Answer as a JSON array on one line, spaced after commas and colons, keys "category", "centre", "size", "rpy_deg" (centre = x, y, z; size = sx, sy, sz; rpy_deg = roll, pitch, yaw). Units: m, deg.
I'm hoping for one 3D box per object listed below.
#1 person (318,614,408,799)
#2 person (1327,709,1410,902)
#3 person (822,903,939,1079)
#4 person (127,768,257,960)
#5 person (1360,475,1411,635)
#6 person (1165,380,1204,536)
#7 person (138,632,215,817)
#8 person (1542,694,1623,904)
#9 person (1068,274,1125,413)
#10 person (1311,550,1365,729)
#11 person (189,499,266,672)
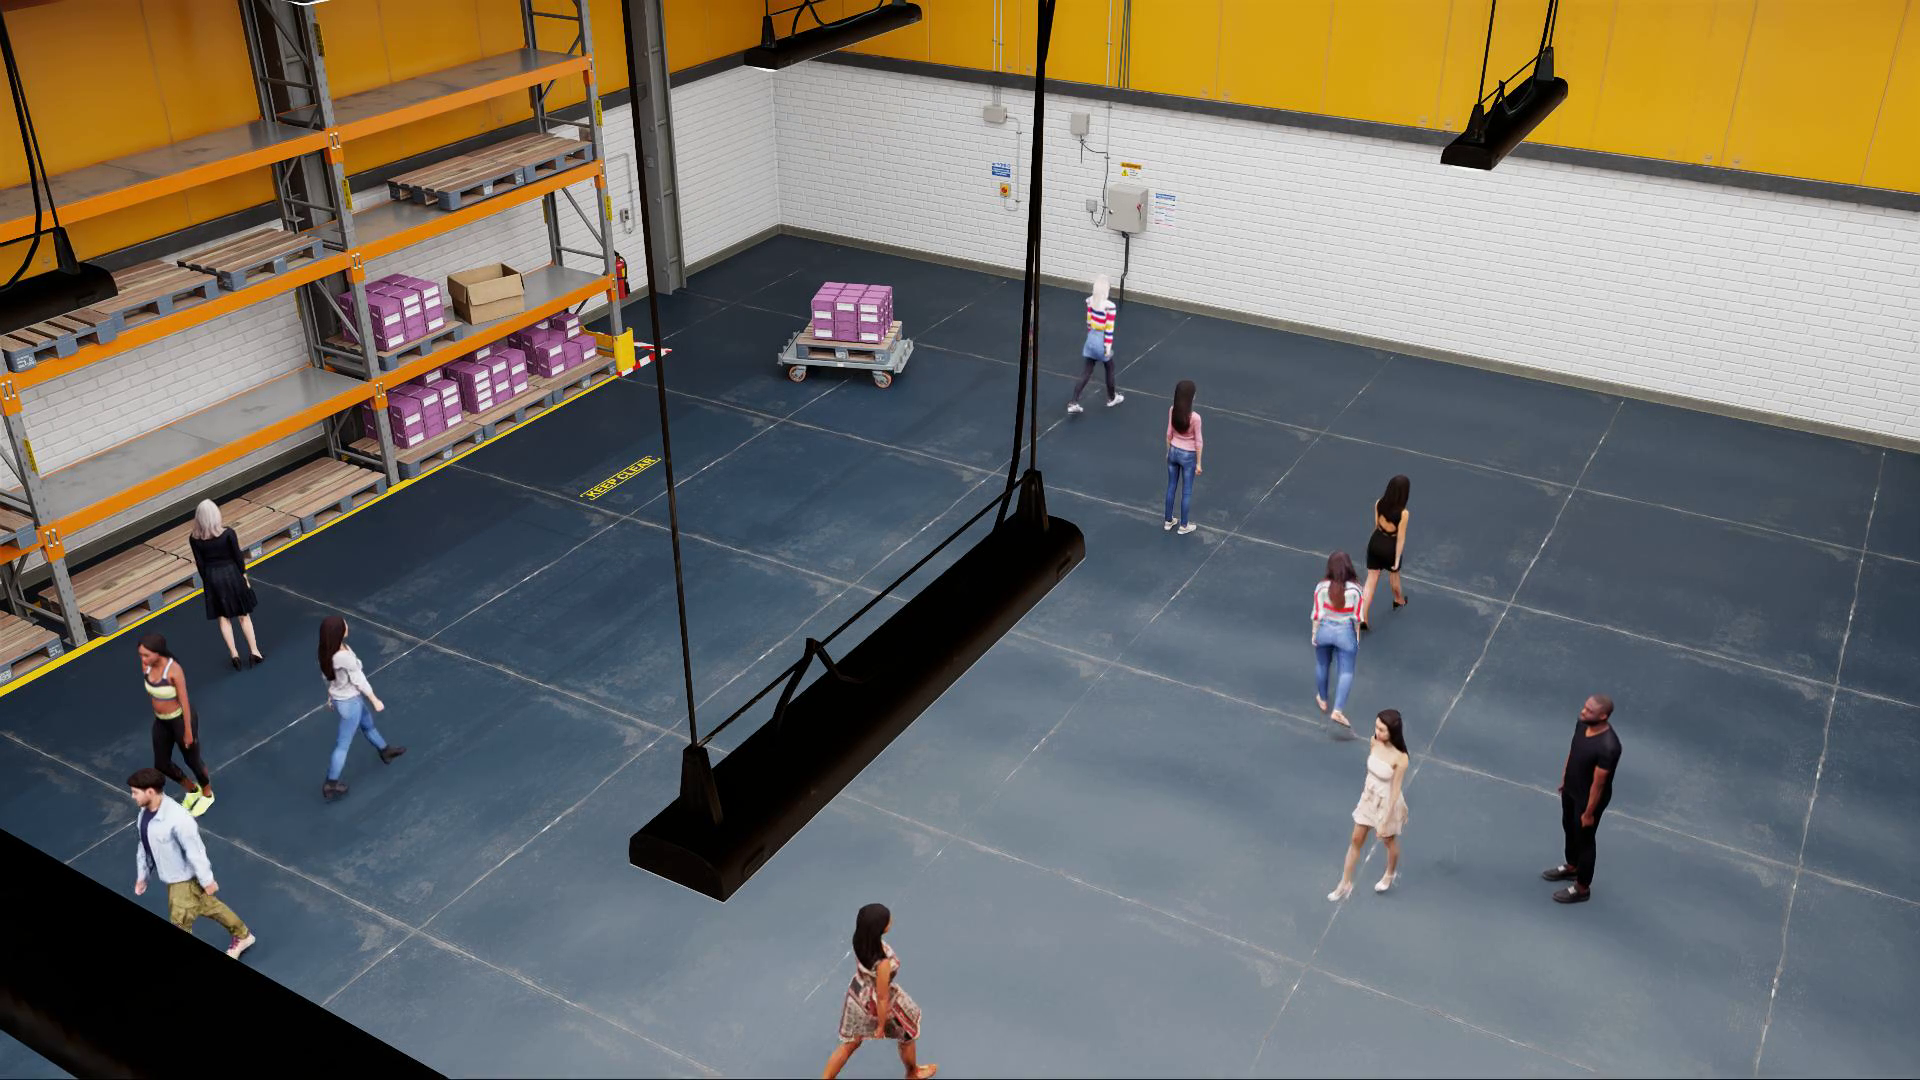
[{"category": "person", "centre": [-5.117, 1.400, 13.727], "size": [0.792, 1.588, 1.116], "rpy_deg": [25, 37, 38]}, {"category": "person", "centre": [3.257, 1.994, 12.514], "size": [0.970, 1.707, 0.845], "rpy_deg": [-15, 32, -25]}, {"category": "person", "centre": [-0.635, 3.026, 10.728], "size": [1.213, 1.606, 0.935], "rpy_deg": [-19, 34, -30]}, {"category": "person", "centre": [-5.436, 2.339, 11.817], "size": [0.853, 1.769, 1.186], "rpy_deg": [21, 35, 34]}, {"category": "person", "centre": [4.020, 0.168, 15.965], "size": [0.698, 1.608, 1.061], "rpy_deg": [24, 37, 37]}, {"category": "person", "centre": [2.375, -0.901, 17.784], "size": [0.614, 1.743, 0.554], "rpy_deg": [22, 35, 34]}, {"category": "person", "centre": [-6.290, 1.438, 13.499], "size": [0.622, 1.739, 0.634], "rpy_deg": [10, 30, 18]}, {"category": "person", "centre": [4.723, 1.921, 12.537], "size": [0.814, 1.814, 0.700], "rpy_deg": [-1, 29, -3]}, {"category": "person", "centre": [1.632, -2.365, 20.444], "size": [1.220, 1.766, 0.917], "rpy_deg": [-23, 36, -36]}, {"category": "person", "centre": [3.312, 0.875, 14.684], "size": [0.742, 1.594, 0.918], "rpy_deg": [10, 30, 17]}, {"category": "person", "centre": [-6.788, 0.413, 15.371], "size": [0.699, 1.747, 0.753], "rpy_deg": [-6, 29, -11]}]
